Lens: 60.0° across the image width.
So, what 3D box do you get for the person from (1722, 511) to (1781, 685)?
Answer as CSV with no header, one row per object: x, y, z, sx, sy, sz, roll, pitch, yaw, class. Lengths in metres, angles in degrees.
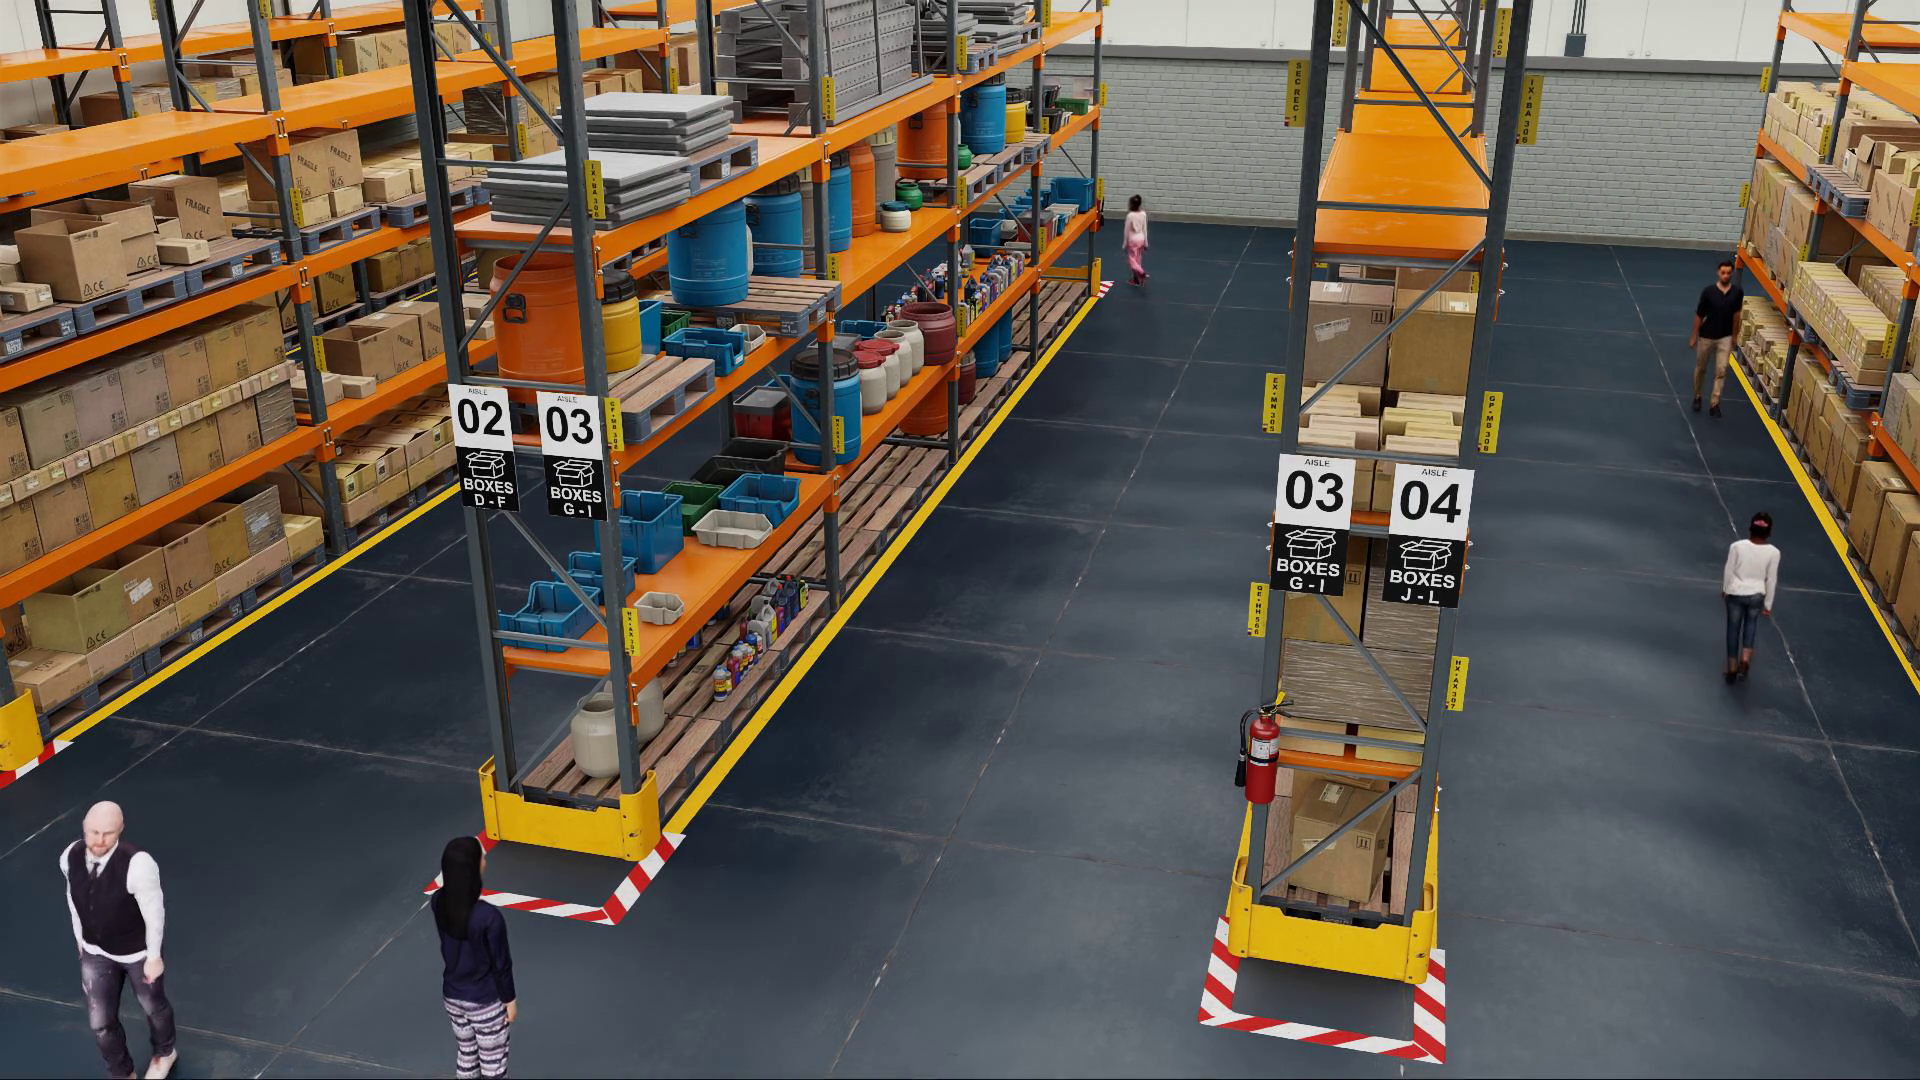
6.181,0.464,13.084,0.532,1.449,0.571,8,24,19,person

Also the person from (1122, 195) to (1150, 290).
2.701,-4.529,25.310,0.867,1.436,0.877,-15,27,-32,person

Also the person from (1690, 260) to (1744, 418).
8.878,-2.401,19.588,0.679,1.829,0.932,6,23,14,person

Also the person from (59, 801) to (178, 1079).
-4.324,2.104,8.620,0.788,1.792,0.821,6,23,15,person

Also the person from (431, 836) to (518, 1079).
-2.435,2.252,8.340,0.634,1.732,0.583,11,25,26,person
